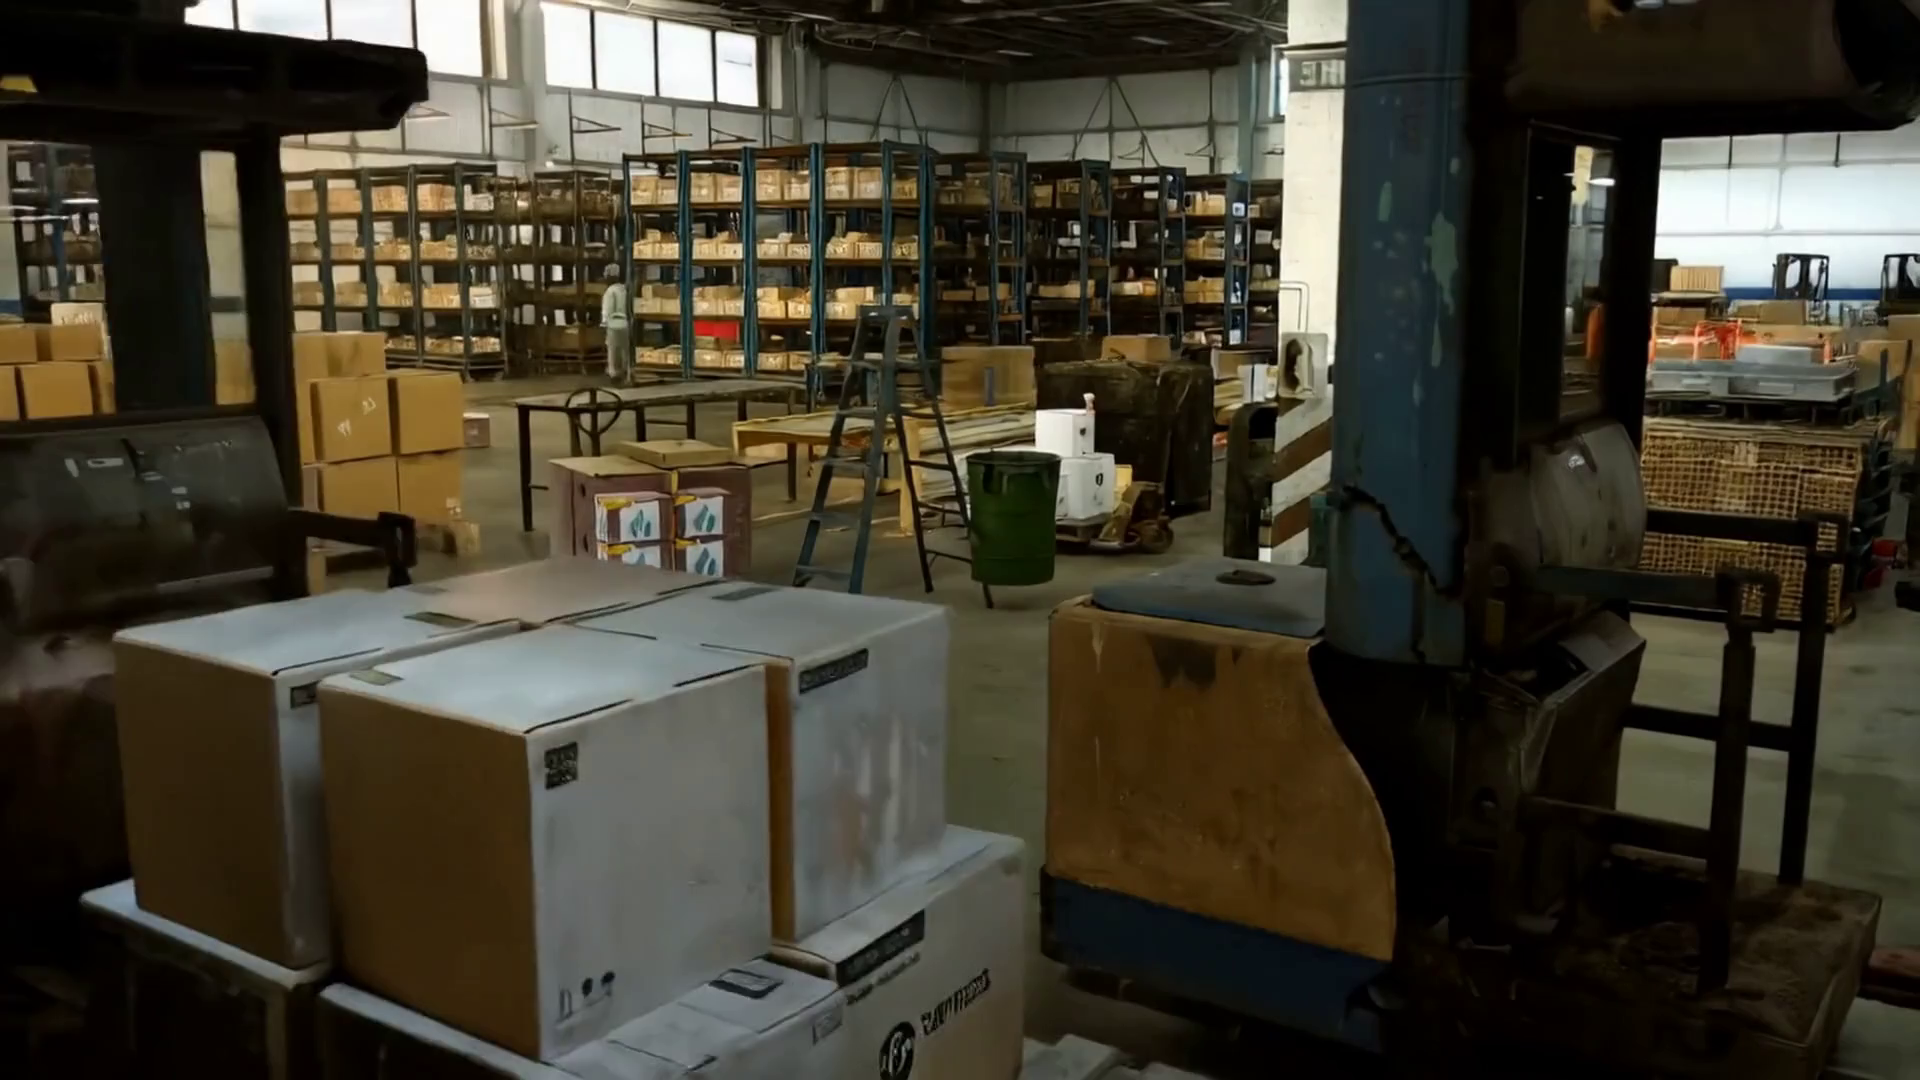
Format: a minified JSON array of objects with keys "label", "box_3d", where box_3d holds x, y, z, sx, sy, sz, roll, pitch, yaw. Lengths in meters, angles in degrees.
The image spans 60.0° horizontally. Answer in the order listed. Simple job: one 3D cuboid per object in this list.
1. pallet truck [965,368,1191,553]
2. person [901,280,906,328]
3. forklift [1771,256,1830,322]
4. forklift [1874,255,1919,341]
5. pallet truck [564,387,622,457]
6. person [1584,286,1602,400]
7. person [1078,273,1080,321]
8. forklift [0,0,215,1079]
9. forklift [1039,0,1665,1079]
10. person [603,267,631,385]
[{"label":"pallet truck","box_3d":[0.845,-0.609,11.869,1.630,1.274,0.653,7,12,35]},{"label":"person","box_3d":[-1.332,-4.888,35.821,0.650,1.817,0.417,2,10,12]},{"label":"forklift","box_3d":[20.253,-5.854,40.139,1.157,1.987,2.680,7,12,35]},{"label":"forklift","box_3d":[22.089,-5.634,38.796,1.157,1.987,2.680,6,11,33]},{"label":"pallet truck","box_3d":[-1.981,-0.274,10.088,0.680,1.201,1.601,-5,11,-28]},{"label":"person","box_3d":[8.524,-2.534,21.983,0.537,1.745,0.654,4,10,22]},{"label":"person","box_3d":[2.882,-5.416,38.895,0.564,1.837,0.388,0,10,1]},{"label":"forklift","box_3d":[-2.417,-0.131,4.323,1.873,2.768,1.129,7,12,35]},{"label":"forklift","box_3d":[1.249,-0.137,4.360,1.873,2.768,1.129,7,12,35]},{"label":"person","box_3d":[-5.636,-3.494,27.254,0.389,1.925,0.701,5,11,27]}]
